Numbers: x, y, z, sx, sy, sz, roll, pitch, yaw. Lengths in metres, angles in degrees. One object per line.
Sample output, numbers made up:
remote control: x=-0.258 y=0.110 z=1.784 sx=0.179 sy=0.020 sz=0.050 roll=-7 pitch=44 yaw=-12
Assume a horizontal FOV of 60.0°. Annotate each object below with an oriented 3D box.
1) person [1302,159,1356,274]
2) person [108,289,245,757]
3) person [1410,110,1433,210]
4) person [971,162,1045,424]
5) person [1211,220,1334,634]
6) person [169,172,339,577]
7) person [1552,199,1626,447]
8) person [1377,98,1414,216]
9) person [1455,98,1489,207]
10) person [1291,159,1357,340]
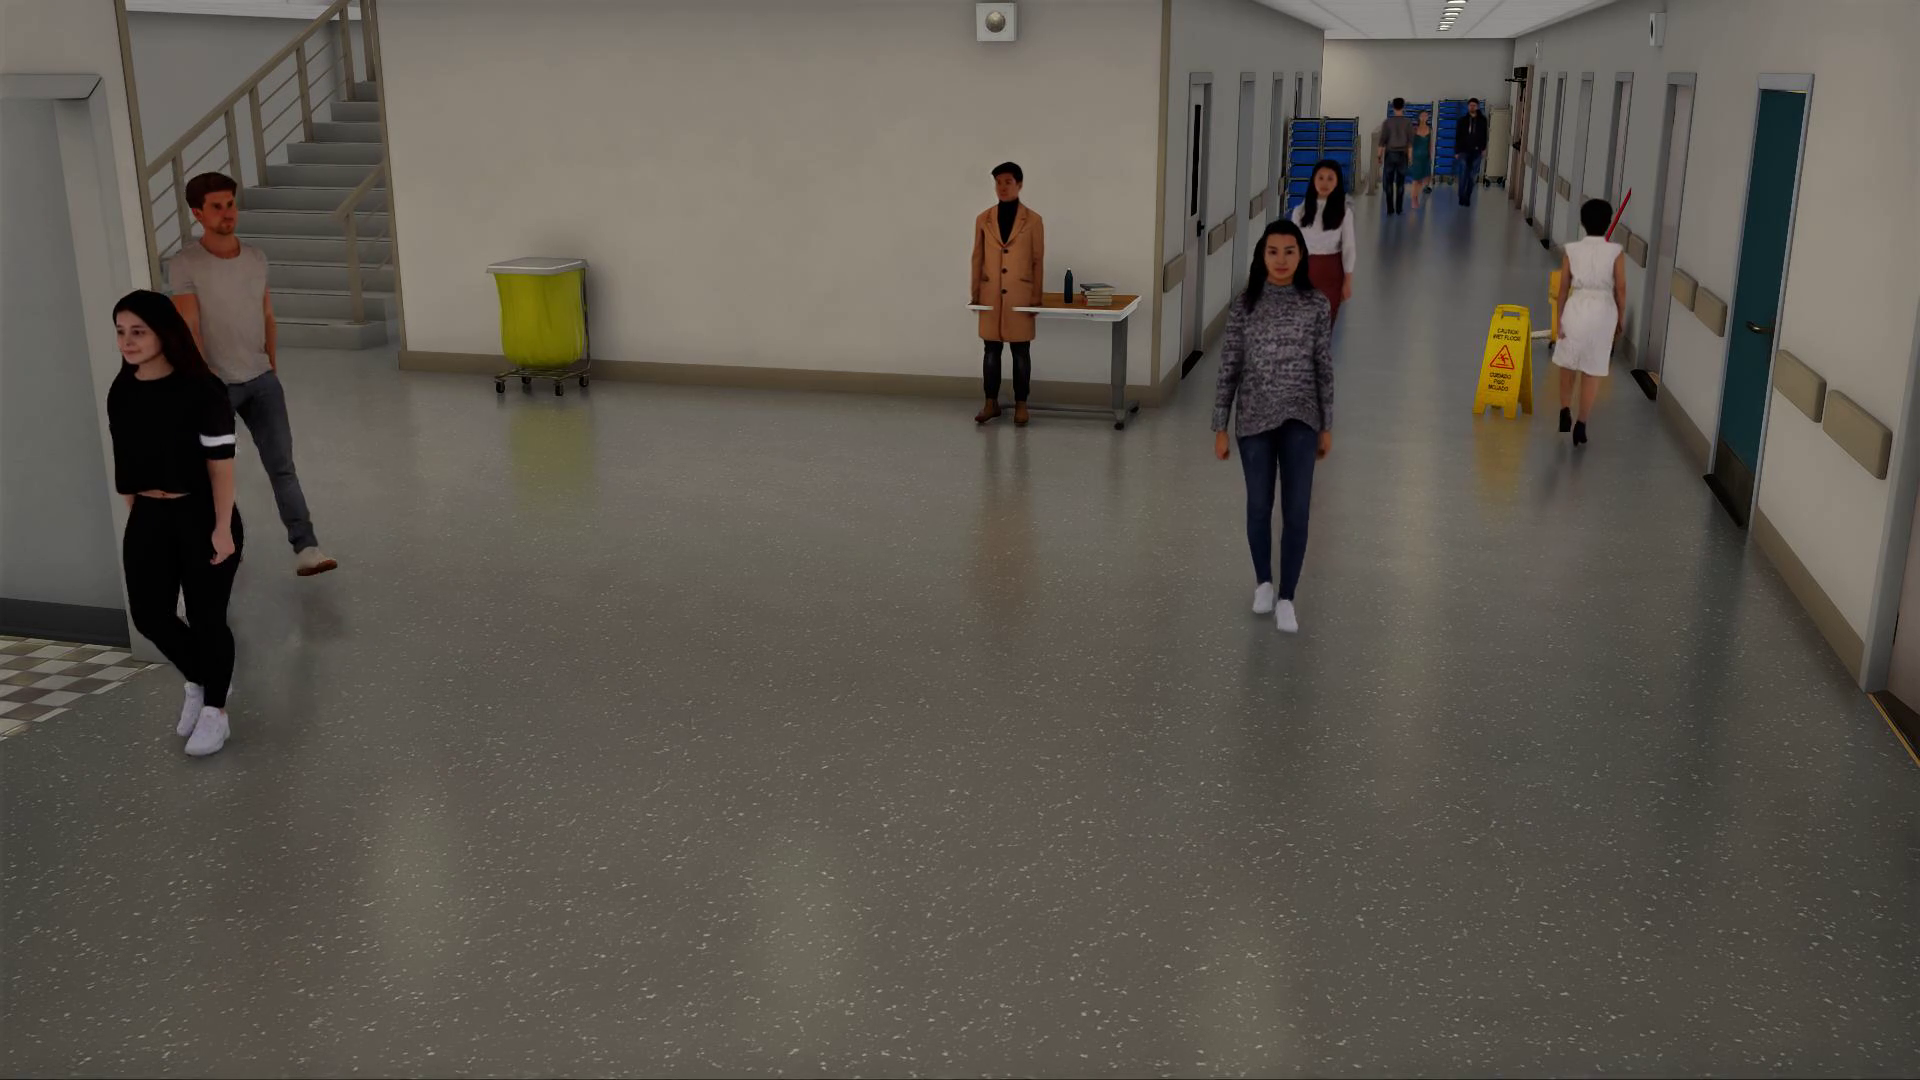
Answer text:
person: x=3.065 y=-2.364 z=13.959 sx=0.678 sy=1.605 sz=0.896 roll=6 pitch=17 yaw=22
person: x=-2.648 y=-0.067 z=5.772 sx=0.662 sy=1.627 sz=0.679 roll=1 pitch=16 yaw=3
person: x=7.918 y=-6.556 z=28.730 sx=0.705 sy=1.659 sz=0.730 roll=-1 pitch=16 yaw=-3
person: x=0.323 y=-1.662 z=11.169 sx=0.629 sy=1.726 sz=0.597 roll=4 pitch=16 yaw=15
person: x=1.371 y=-0.507 z=7.174 sx=0.653 sy=1.712 sz=0.814 roll=4 pitch=16 yaw=14
person: x=-3.419 y=-0.720 z=7.691 sx=1.071 sy=1.842 sz=1.246 roll=12 pitch=20 yaw=37
person: x=3.955 y=-1.353 z=10.495 sx=0.650 sy=1.538 sz=0.685 roll=9 pitch=18 yaw=28
person: x=7.154 y=-6.270 z=27.312 sx=0.736 sy=1.878 sz=1.008 roll=4 pitch=16 yaw=13
person: x=8.941 y=-6.773 z=29.117 sx=0.697 sy=1.867 sz=0.803 roll=3 pitch=16 yaw=10
person: x=2.479 y=-1.729 z=11.470 sx=0.658 sy=1.734 sz=0.826 roll=6 pitch=17 yaw=20
